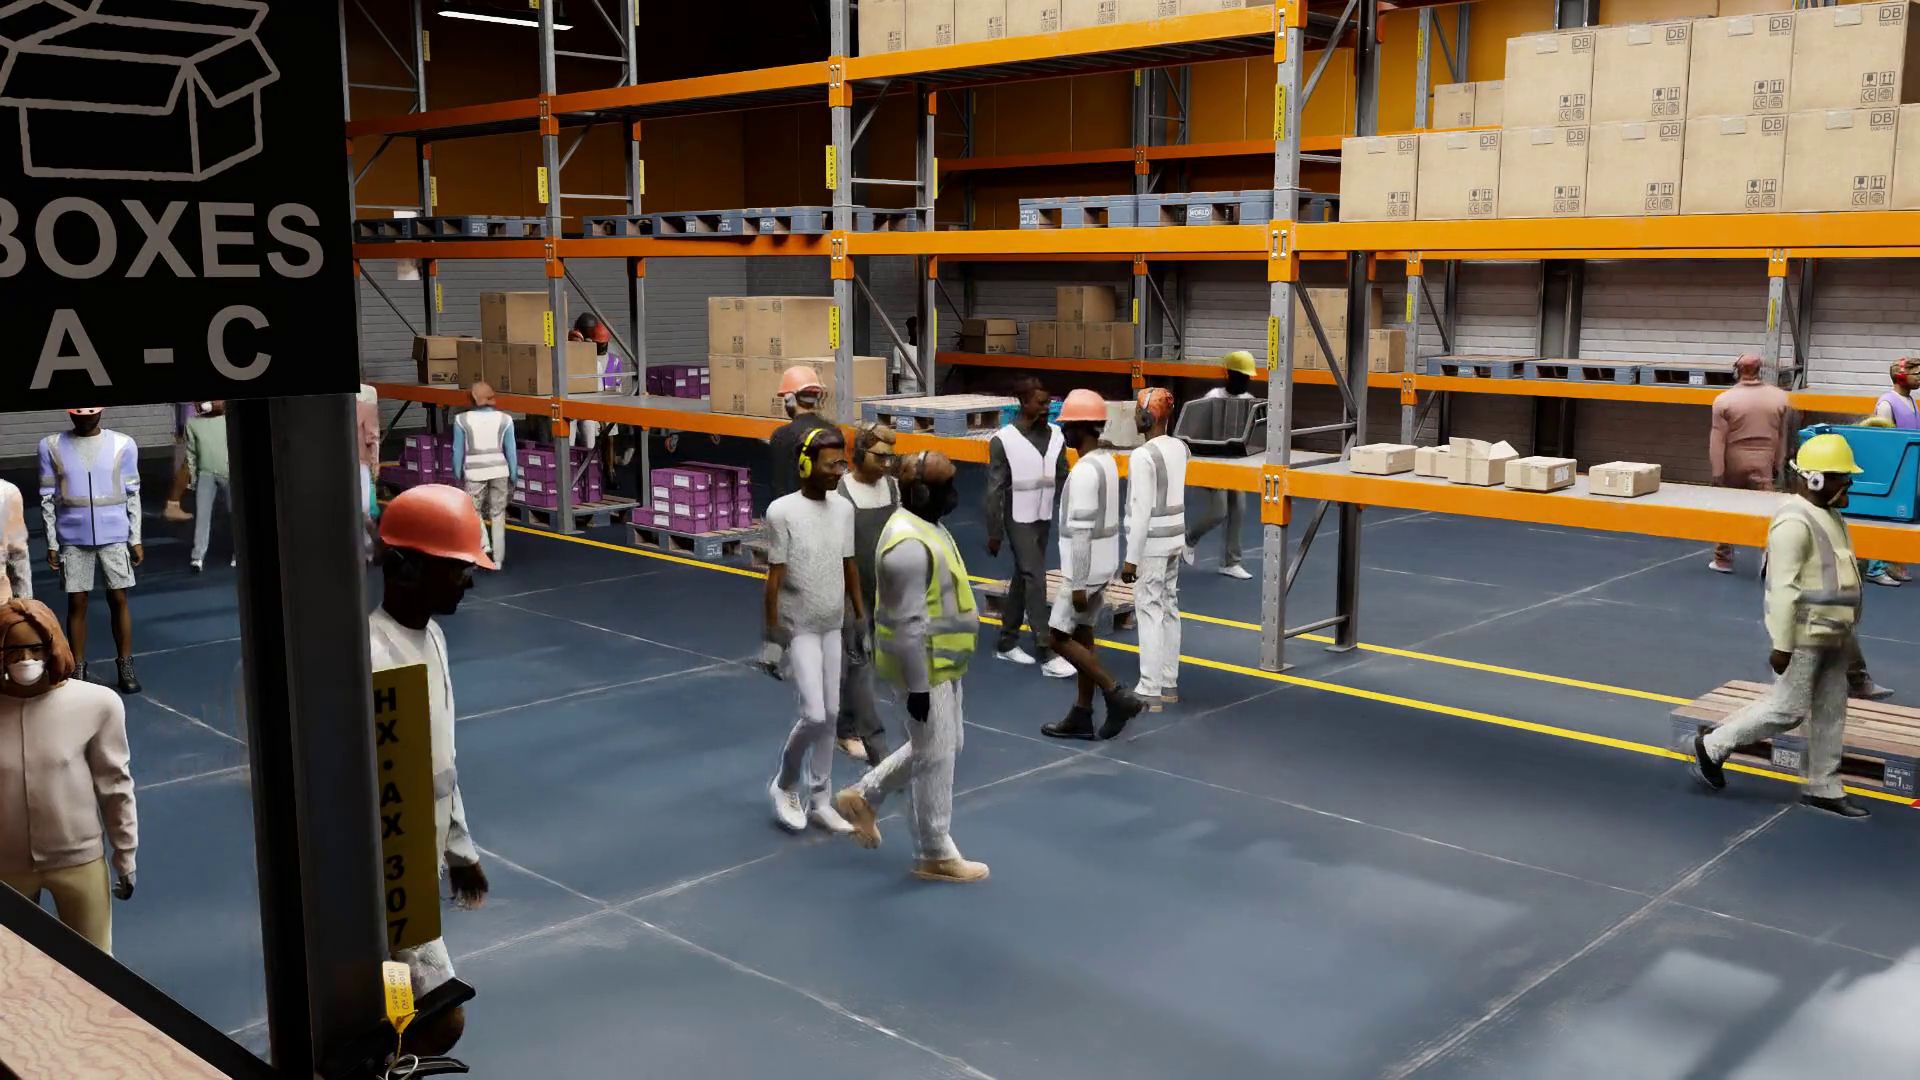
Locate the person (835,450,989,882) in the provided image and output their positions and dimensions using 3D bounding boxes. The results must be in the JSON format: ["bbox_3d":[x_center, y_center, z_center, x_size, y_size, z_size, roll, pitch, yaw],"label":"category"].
[{"bbox_3d":[-0.204,0.528,6.943,0.604,1.826,0.631,1,9,9],"label":"person"}]

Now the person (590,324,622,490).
[{"bbox_3d":[-4.131,-1.519,19.168,0.542,1.928,0.374,-6,11,-32],"label":"person"}]

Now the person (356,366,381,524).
[{"bbox_3d":[-5.999,-0.971,16.441,0.556,1.718,0.900,-5,11,-29],"label":"person"}]

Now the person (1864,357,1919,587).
[{"bbox_3d":[7.578,-0.559,13.518,0.571,1.849,0.382,-9,13,-43],"label":"person"}]

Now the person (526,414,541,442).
[{"bbox_3d":[-6.192,-2.345,24.396,0.399,1.892,0.743,5,10,27],"label":"person"}]

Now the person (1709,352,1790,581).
[{"bbox_3d":[6.513,-0.610,13.744,0.643,1.884,0.808,1,9,4],"label":"person"}]

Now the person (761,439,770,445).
[{"bbox_3d":[-2.519,-2.241,23.937,0.973,1.822,0.540,6,11,34],"label":"person"}]

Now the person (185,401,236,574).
[{"bbox_3d":[-6.294,-0.515,14.055,0.518,1.589,0.828,-1,9,-8],"label":"person"}]

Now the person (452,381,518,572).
[{"bbox_3d":[-3.984,-0.526,13.994,0.543,1.622,0.388,-4,10,-25],"label":"person"}]

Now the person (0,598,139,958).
[{"bbox_3d":[-2.678,0.964,4.872,0.501,1.628,0.277,-4,10,-23],"label":"person"}]

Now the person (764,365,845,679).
[{"bbox_3d":[-0.943,-0.077,10.194,0.488,1.971,0.635,7,12,38],"label":"person"}]

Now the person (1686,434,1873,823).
[{"bbox_3d":[3.908,0.394,7.809,0.738,1.810,0.600,9,13,43],"label":"person"}]

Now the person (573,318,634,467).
[{"bbox_3d":[-4.589,-1.873,21.231,0.697,1.962,0.648,-8,12,-39],"label":"person"}]

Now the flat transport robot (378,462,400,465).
[{"bbox_3d":[-6.785,-0.814,19.915,1.431,0.197,0.652,-5,11,-30],"label":"flat transport robot"}]

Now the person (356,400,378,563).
[{"bbox_3d":[-5.246,-0.619,14.205,0.534,1.752,0.379,-2,9,-13],"label":"person"}]

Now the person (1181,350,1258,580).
[{"bbox_3d":[2.179,-0.635,13.827,0.596,1.900,0.628,-6,11,-34],"label":"person"}]

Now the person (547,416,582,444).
[{"bbox_3d":[-5.275,-1.954,22.153,0.823,1.839,0.537,2,9,9],"label":"person"}]

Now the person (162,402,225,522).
[{"bbox_3d":[-7.748,-1.196,17.030,0.625,1.979,1.082,8,12,39],"label":"person"}]

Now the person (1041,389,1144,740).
[{"bbox_3d":[0.705,0.153,8.919,0.488,1.923,0.544,4,10,21],"label":"person"}]

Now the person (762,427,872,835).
[{"bbox_3d":[-0.632,0.419,7.494,0.371,1.856,0.567,8,12,41],"label":"person"}]

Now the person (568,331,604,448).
[{"bbox_3d":[-4.187,-1.342,18.222,0.577,1.883,0.353,-4,10,-22],"label":"person"}]

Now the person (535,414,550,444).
[{"bbox_3d":[-5.561,-2.031,22.359,0.509,1.925,0.677,1,9,4],"label":"person"}]

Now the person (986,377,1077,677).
[{"bbox_3d":[0.520,-0.084,10.524,0.931,1.882,0.610,9,13,44],"label":"person"}]

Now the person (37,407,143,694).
[{"bbox_3d":[-5.178,-0.015,9.948,0.542,1.930,0.367,-5,11,-28],"label":"person"}]

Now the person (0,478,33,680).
[{"bbox_3d":[-4.771,0.317,7.968,0.583,1.911,0.615,8,12,41],"label":"person"}]

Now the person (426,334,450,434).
[{"bbox_3d":[-7.426,-2.104,23.648,0.521,1.636,0.310,4,10,22],"label":"person"}]

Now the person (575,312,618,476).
[{"bbox_3d":[-4.536,-1.769,20.358,0.536,2.000,0.688,7,11,35],"label":"person"}]

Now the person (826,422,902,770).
[{"bbox_3d":[-0.427,0.306,8.401,0.509,1.789,0.912,-7,12,-39],"label":"person"}]

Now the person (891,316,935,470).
[{"bbox_3d":[-0.578,-1.847,21.061,0.603,1.966,0.367,-4,10,-25],"label":"person"}]

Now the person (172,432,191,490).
[{"bbox_3d":[-8.799,-1.519,19.431,0.655,1.836,1.029,5,11,30],"label":"person"}]

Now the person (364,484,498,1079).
[{"bbox_3d":[-1.435,0.858,4.383,0.494,2.005,0.656,-1,9,-8],"label":"person"}]

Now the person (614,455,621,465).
[{"bbox_3d":[-4.903,-1.845,21.633,0.980,1.784,0.606,0,9,-1],"label":"person"}]

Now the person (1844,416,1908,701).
[{"bbox_3d":[5.371,0.105,9.947,0.495,1.683,0.908,-3,10,-19],"label":"person"}]

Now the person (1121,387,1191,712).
[{"bbox_3d":[1.117,0.055,9.659,0.355,1.883,0.574,6,11,31],"label":"person"}]
